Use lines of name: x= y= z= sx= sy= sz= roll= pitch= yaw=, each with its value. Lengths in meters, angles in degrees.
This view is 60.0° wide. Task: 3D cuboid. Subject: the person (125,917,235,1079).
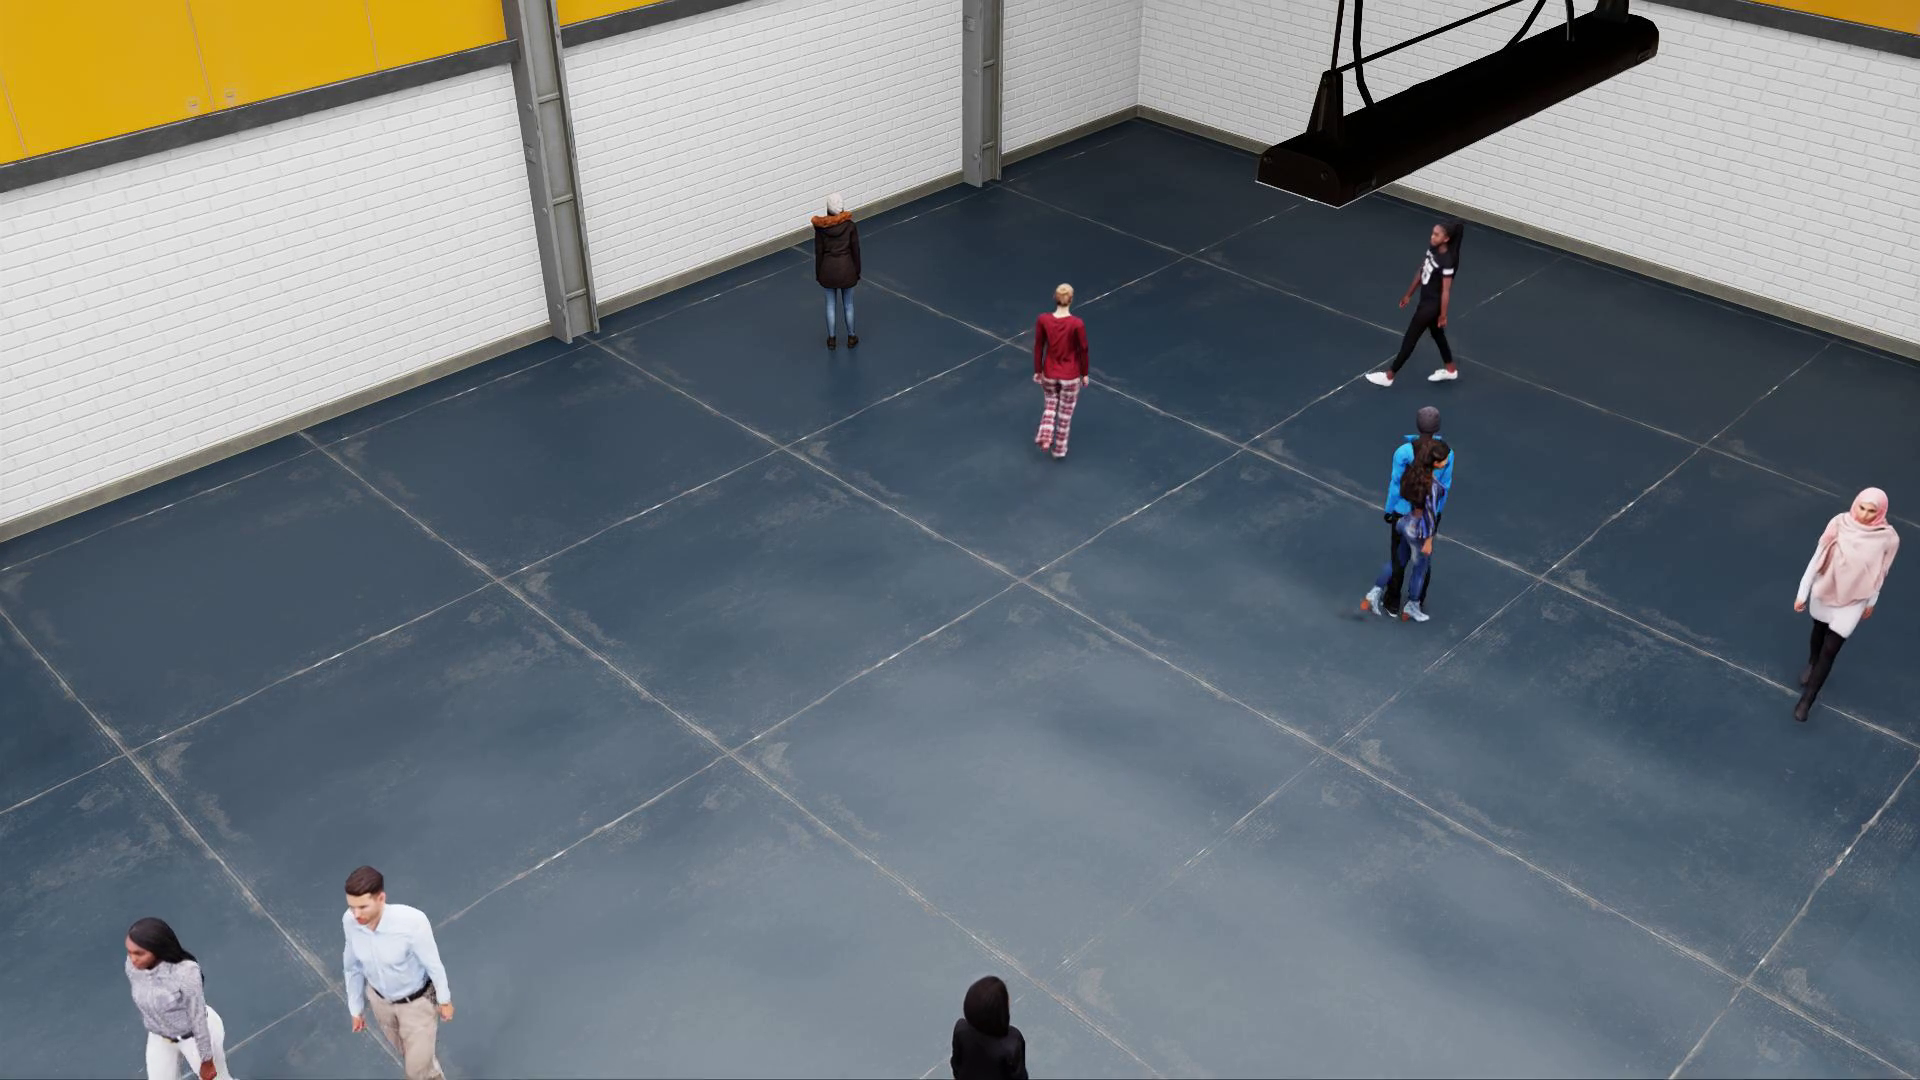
person: x=-3.937 y=2.531 z=8.609 sx=0.726 sy=1.713 sz=0.772 roll=7 pitch=34 yaw=11

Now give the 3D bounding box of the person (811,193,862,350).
person: x=-1.212 y=-2.674 z=16.509 sx=0.742 sy=1.634 sz=0.810 roll=-2 pitch=34 yaw=-3

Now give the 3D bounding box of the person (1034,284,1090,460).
person: x=0.869 y=-1.438 z=14.599 sx=0.745 sy=1.692 sz=0.780 roll=13 pitch=36 yaw=19

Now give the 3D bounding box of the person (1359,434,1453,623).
person: x=3.407 y=-0.075 z=12.610 sx=0.911 sy=1.623 sz=0.837 roll=-5 pitch=34 yaw=-8

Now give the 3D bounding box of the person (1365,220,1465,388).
person: x=4.540 y=-2.215 z=15.777 sx=1.187 sy=1.682 sz=1.127 roll=-1 pitch=34 yaw=-1

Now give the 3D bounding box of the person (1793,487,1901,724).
person: x=6.250 y=0.379 z=11.807 sx=0.751 sy=1.755 sz=1.172 roll=22 pitch=40 yaw=30

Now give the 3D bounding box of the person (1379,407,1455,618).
person: x=3.465 y=-0.206 z=12.645 sx=0.683 sy=1.802 sz=0.735 roll=1 pitch=34 yaw=1

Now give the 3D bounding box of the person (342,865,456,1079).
person: x=-2.896 y=2.350 z=8.771 sx=0.787 sy=1.835 sz=0.816 roll=7 pitch=34 yaw=11

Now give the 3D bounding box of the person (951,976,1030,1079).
person: x=0.145 y=2.786 z=8.233 sx=0.633 sy=1.703 sz=0.638 roll=14 pitch=36 yaw=21
